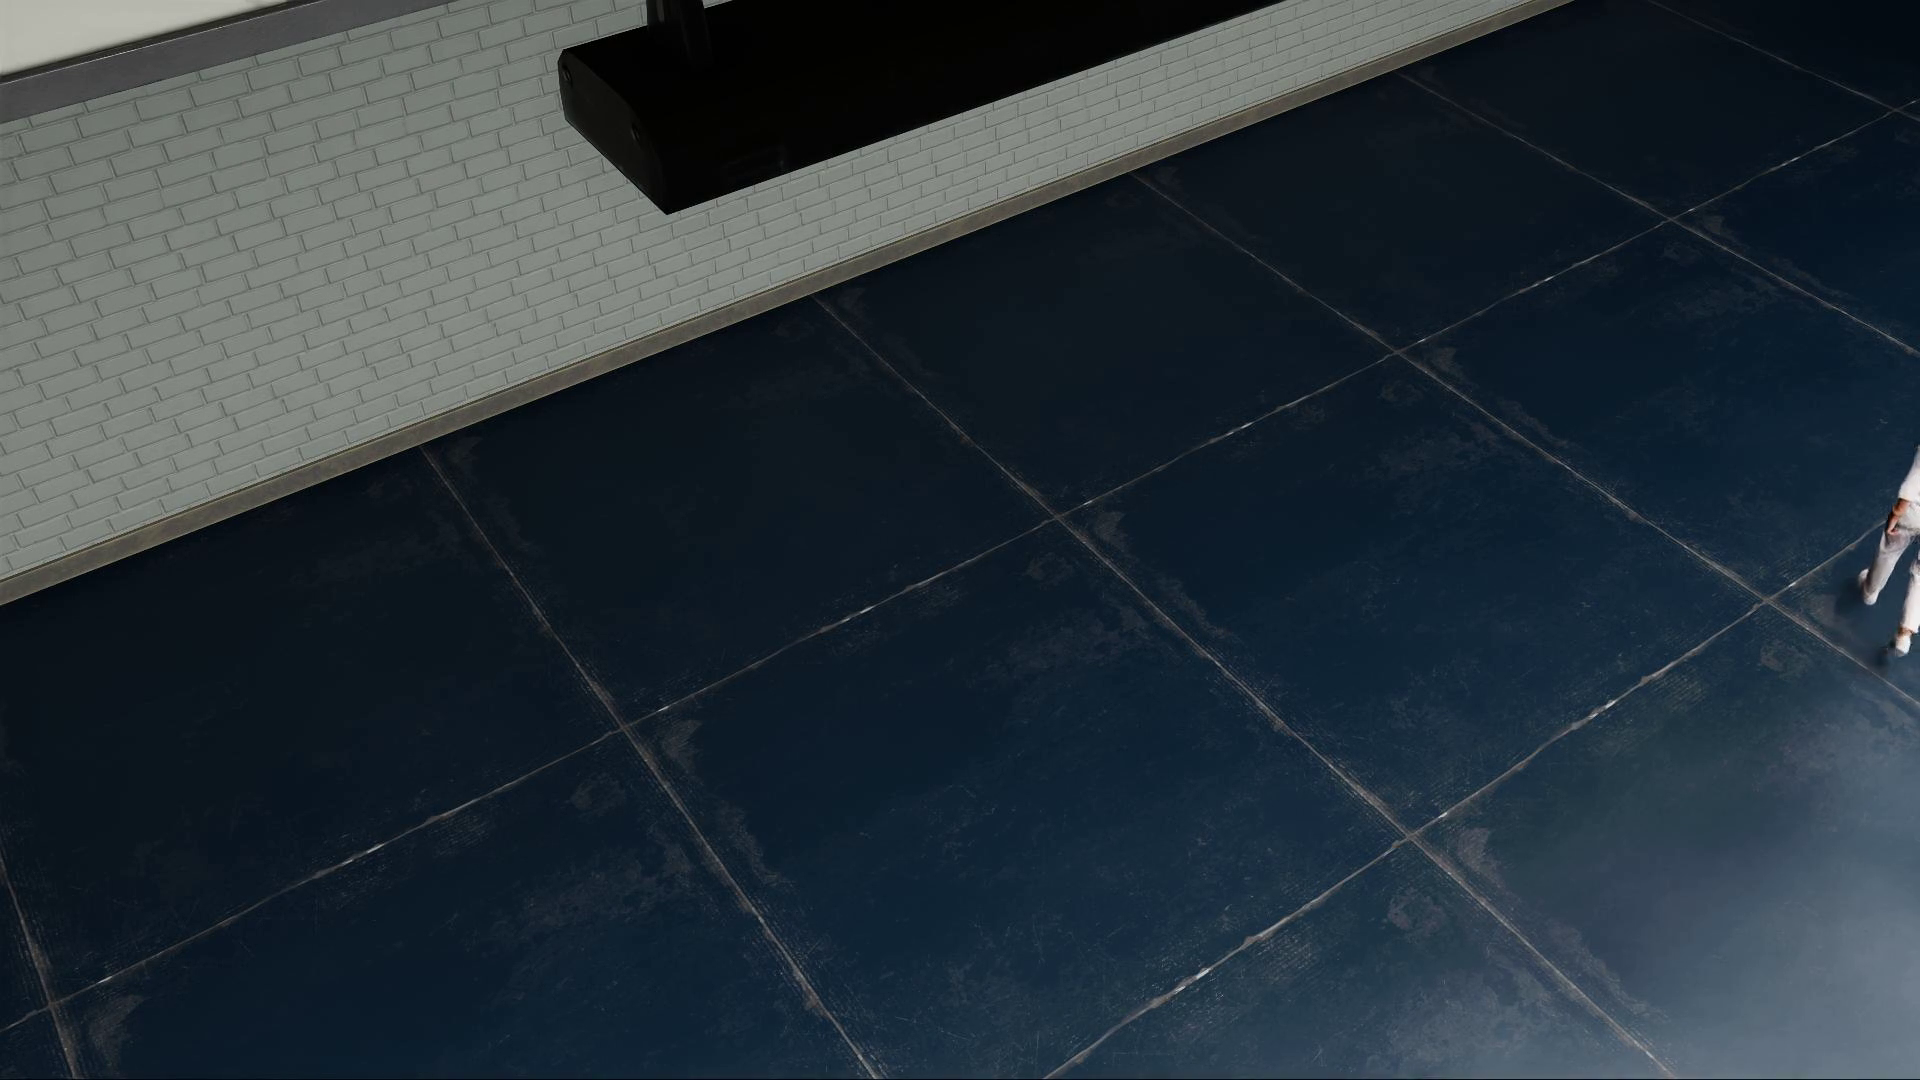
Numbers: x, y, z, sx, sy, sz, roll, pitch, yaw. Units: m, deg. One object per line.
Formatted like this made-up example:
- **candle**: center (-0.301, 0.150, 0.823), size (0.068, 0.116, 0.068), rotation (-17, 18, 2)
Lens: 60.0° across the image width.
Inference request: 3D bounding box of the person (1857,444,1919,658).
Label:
- **person**: center (5.339, -0.080, 9.109), size (1.059, 1.661, 1.030), rotation (14, 45, 15)
